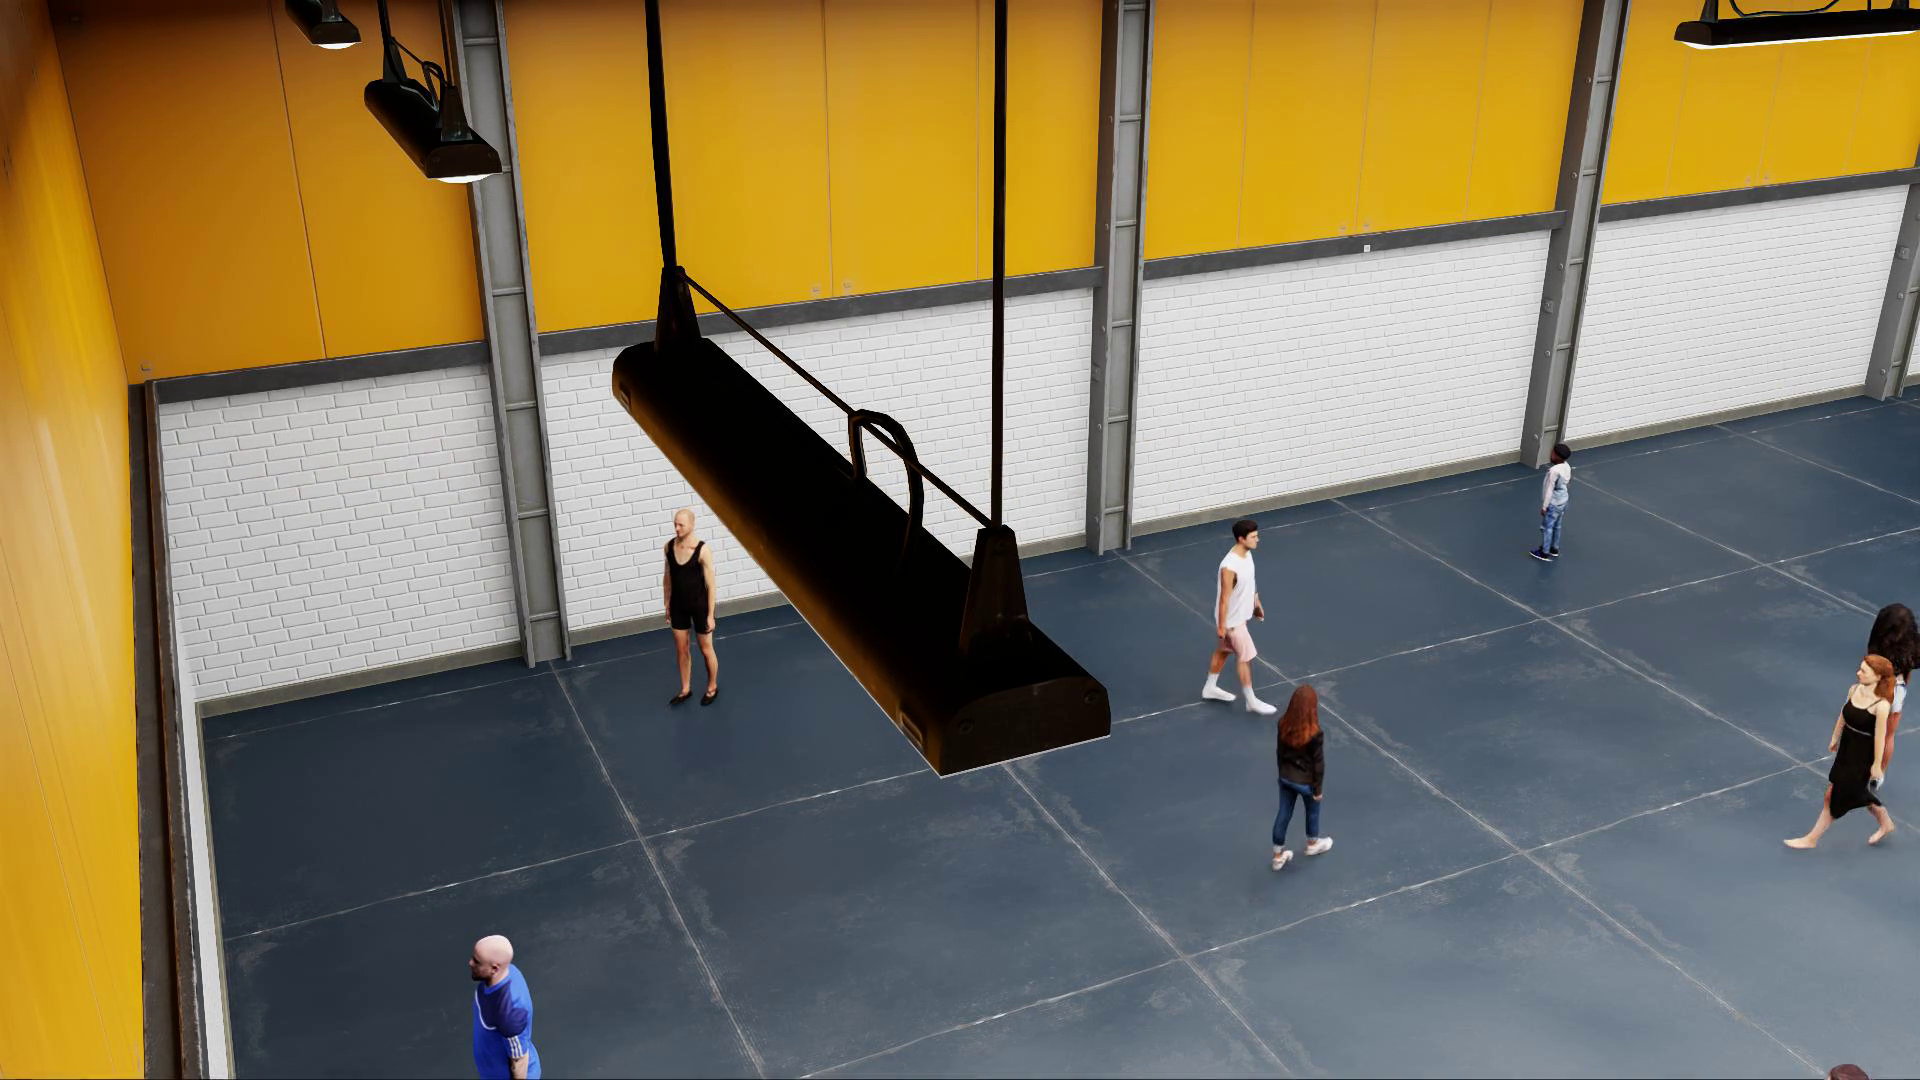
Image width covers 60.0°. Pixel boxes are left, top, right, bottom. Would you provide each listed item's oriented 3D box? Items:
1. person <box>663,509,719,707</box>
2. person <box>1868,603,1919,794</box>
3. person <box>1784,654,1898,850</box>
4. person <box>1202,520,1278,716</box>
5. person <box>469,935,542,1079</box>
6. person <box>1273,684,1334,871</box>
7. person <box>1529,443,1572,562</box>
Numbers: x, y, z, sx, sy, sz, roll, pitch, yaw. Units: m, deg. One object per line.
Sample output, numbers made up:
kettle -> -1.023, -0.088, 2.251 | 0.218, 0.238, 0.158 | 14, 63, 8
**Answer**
person -> -2.312, 0.571, 14.418 | 0.765, 1.818, 0.819 | 9, 25, 20
person -> 7.256, 1.255, 13.099 | 0.607, 1.621, 0.707 | -2, 24, -4
person -> 6.763, 1.602, 12.352 | 1.175, 1.584, 0.865 | -2, 24, -5
person -> 2.283, 0.630, 14.355 | 1.041, 1.760, 0.995 | 9, 25, 20
person -> -2.444, 2.910, 9.037 | 0.560, 1.842, 0.667 | -11, 26, -24
person -> 2.432, 1.762, 12.135 | 0.757, 1.465, 0.869 | 20, 31, 38
person -> 6.205, -0.408, 17.357 | 0.492, 1.258, 0.582 | -20, 30, -38
